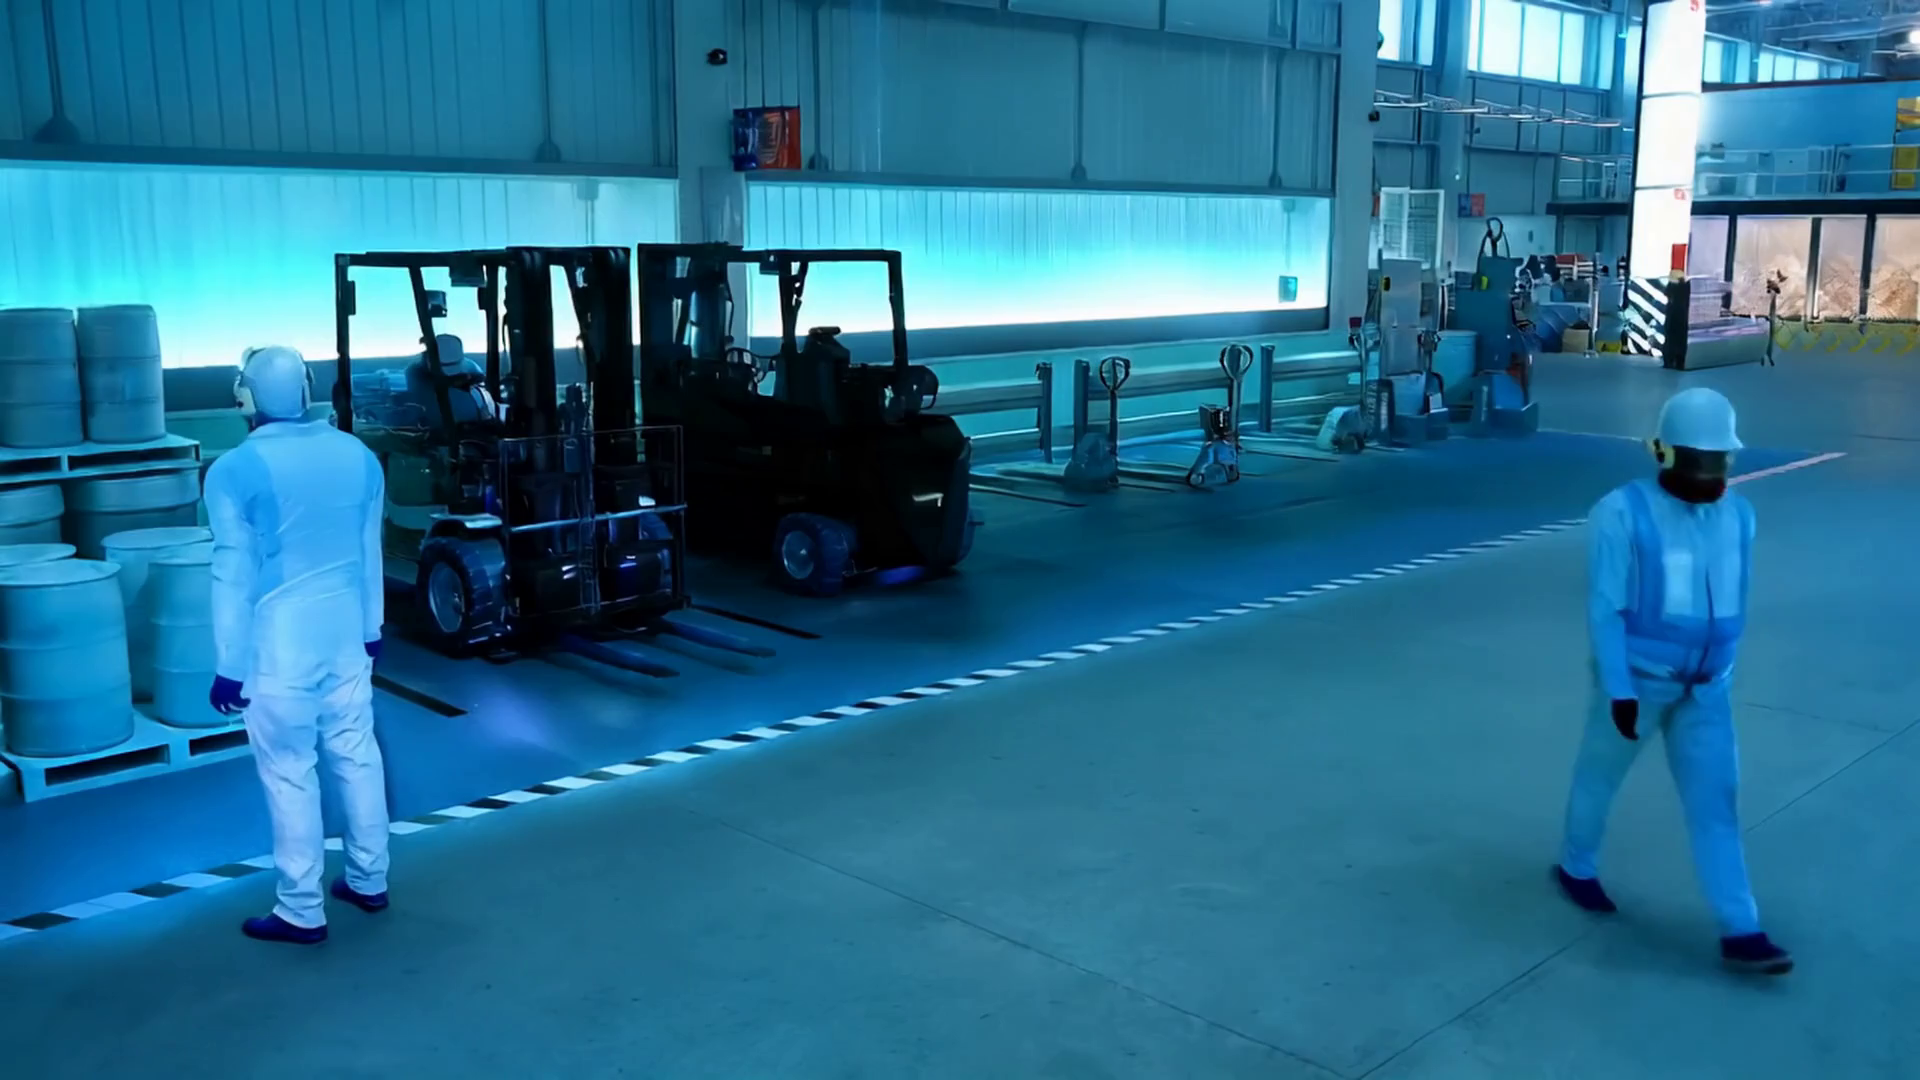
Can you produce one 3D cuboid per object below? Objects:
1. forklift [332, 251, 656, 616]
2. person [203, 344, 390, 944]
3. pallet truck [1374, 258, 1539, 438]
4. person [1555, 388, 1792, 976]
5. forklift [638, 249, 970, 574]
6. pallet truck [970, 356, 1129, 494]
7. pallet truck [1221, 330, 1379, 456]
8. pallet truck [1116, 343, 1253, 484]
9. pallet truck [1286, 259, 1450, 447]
[{"bbox_3d":[-2.833,-0.669,9.694,1.157,1.987,2.680,-10,14,-44],"label":"forklift"},{"bbox_3d":[-2.130,0.330,5.320,0.400,1.905,0.645,5,12,27],"label":"person"},{"bbox_3d":[5.704,-2.208,18.901,1.885,1.965,0.823,10,14,43],"label":"pallet truck"},{"bbox_3d":[2.219,0.421,5.169,0.593,1.778,0.966,-2,11,-12],"label":"person"},{"bbox_3d":[-1.173,-0.958,11.239,2.680,1.987,1.157,10,14,43],"label":"forklift"},{"bbox_3d":[0.784,-1.085,14.876,0.680,1.201,1.601,-10,14,-44],"label":"pallet truck"},{"bbox_3d":[3.563,-1.581,17.381,0.653,1.274,1.630,-10,14,-44],"label":"pallet truck"},{"bbox_3d":[1.962,-1.215,15.415,1.522,1.261,0.704,10,14,43],"label":"pallet truck"},{"bbox_3d":[4.493,-2.078,18.196,0.823,1.965,1.885,-9,14,-40],"label":"pallet truck"}]
